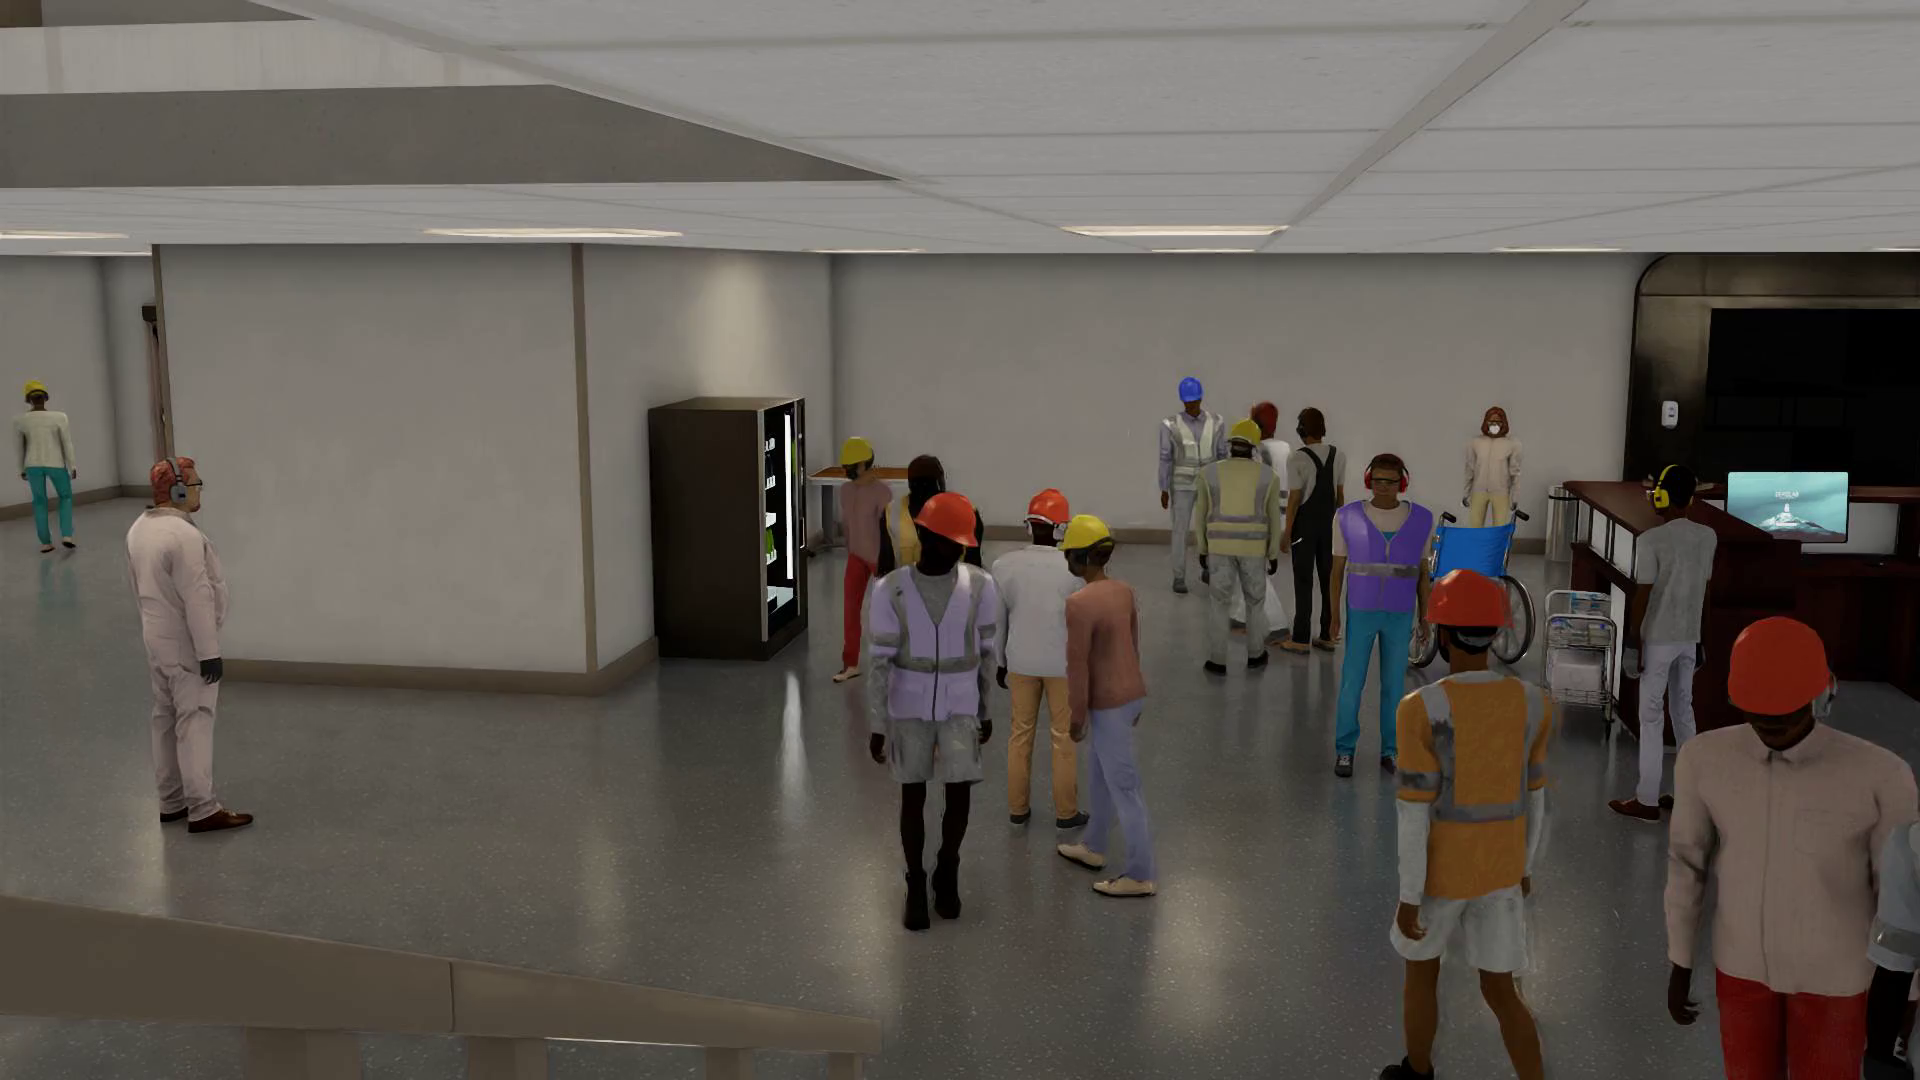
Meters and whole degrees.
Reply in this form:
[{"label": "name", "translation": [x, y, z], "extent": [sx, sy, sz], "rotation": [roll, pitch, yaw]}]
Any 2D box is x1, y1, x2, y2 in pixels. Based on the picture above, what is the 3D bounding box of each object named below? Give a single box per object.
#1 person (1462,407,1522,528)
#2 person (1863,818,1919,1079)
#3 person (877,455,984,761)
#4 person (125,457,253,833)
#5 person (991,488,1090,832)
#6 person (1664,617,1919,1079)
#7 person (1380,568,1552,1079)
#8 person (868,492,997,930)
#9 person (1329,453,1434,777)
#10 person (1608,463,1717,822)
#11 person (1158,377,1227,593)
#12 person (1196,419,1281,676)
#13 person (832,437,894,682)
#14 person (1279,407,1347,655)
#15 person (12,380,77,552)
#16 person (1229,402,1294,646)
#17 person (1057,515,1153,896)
[{"label": "person", "translation": [4.829, -0.402, 15.116], "extent": [0.504, 1.627, 0.285], "rotation": [5, 10, 27]}, {"label": "person", "translation": [2.399, 1.269, 3.808], "extent": [0.615, 1.951, 0.389], "rotation": [6, 11, 32]}, {"label": "person", "translation": [-0.151, 0.360, 9.896], "extent": [0.637, 1.807, 0.697], "rotation": [2, 9, 14]}, {"label": "person", "translation": [-3.938, 0.529, 8.491], "extent": [0.636, 1.911, 0.406], "rotation": [8, 12, 40]}, {"label": "person", "translation": [0.440, 0.609, 8.467], "extent": [0.572, 1.751, 0.329], "rotation": [3, 10, 20]}, {"label": "person", "translation": [2.221, 1.156, 4.465], "extent": [0.649, 1.955, 0.571], "rotation": [9, 13, 44]}, {"label": "person", "translation": [1.651, 1.056, 5.280], "extent": [0.552, 1.908, 0.880], "rotation": [-2, 9, -12]}, {"label": "person", "translation": [-0.118, 0.739, 7.141], "extent": [0.558, 1.914, 0.435], "rotation": [0, 9, -3]}, {"label": "person", "translation": [2.361, 0.419, 9.374], "extent": [0.567, 1.841, 0.375], "rotation": [0, 9, 2]}, {"label": "person", "translation": [3.658, 0.534, 8.616], "extent": [0.510, 1.862, 0.327], "rotation": [-4, 10, -22]}, {"label": "person", "translation": [2.055, -0.476, 14.625], "extent": [0.630, 1.925, 0.452], "rotation": [-1, 9, -8]}, {"label": "person", "translation": [1.972, 0.050, 11.797], "extent": [0.602, 1.802, 0.592], "rotation": [2, 9, 12]}, {"label": "person", "translation": [-0.576, 0.099, 11.746], "extent": [0.526, 1.712, 0.865], "rotation": [7, 11, 36]}, {"label": "person", "translation": [2.616, -0.065, 12.356], "extent": [0.506, 1.841, 0.344], "rotation": [-4, 10, -22]}, {"label": "person", "translation": [-9.222, -0.742, 16.780], "extent": [0.548, 1.750, 0.368], "rotation": [-3, 10, -18]}, {"label": "person", "translation": [2.281, -0.133, 12.779], "extent": [0.628, 1.848, 0.843], "rotation": [-9, 13, -44]}, {"label": "person", "translation": [0.670, 0.754, 7.681], "extent": [0.622, 1.716, 0.526], "rotation": [6, 11, 31]}]
